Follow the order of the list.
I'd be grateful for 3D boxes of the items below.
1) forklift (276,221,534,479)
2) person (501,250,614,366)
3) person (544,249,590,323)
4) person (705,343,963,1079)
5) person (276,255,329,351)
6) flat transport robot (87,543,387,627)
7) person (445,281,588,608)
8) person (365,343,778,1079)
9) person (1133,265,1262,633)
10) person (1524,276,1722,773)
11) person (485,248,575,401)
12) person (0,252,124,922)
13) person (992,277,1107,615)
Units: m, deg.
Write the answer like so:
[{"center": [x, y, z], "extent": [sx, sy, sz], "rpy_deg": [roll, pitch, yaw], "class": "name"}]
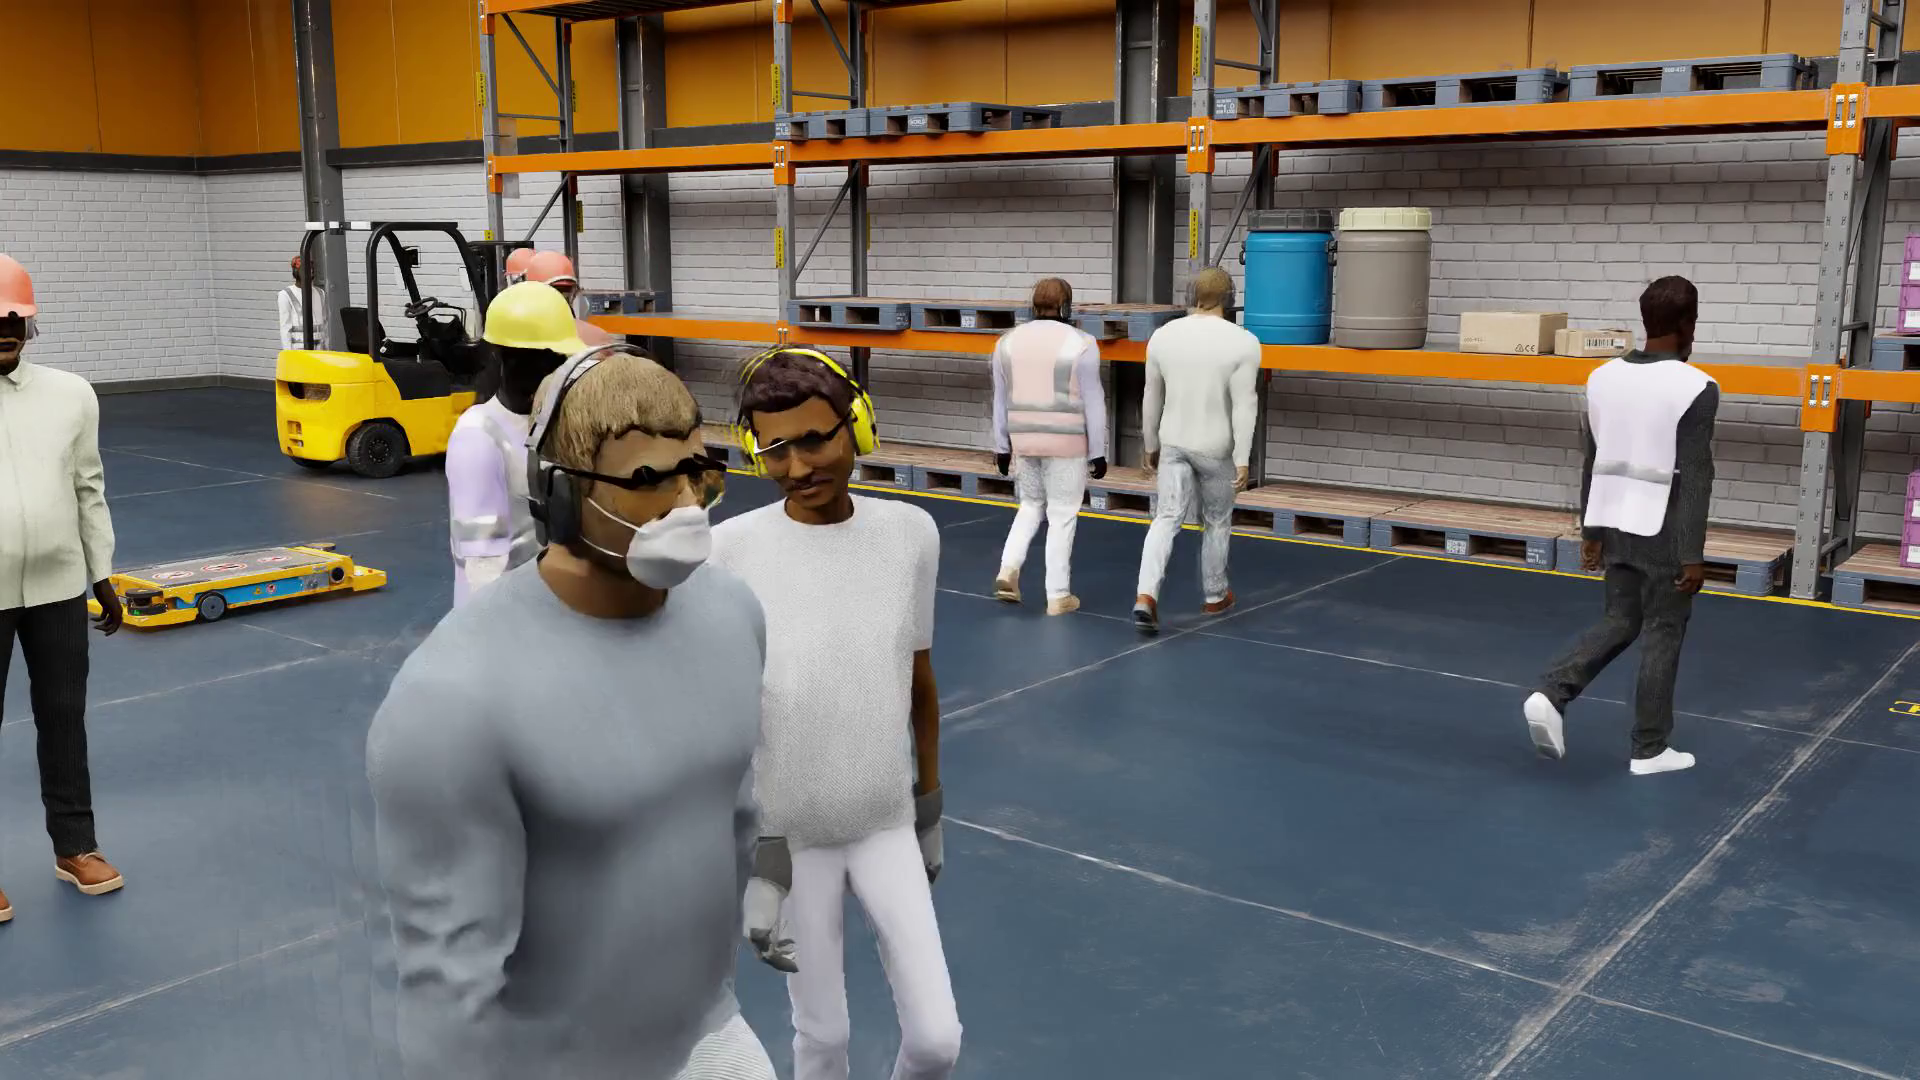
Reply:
[{"center": [-4.922, -1.741, 14.854], "extent": [1.214, 2.155, 2.313], "rpy_deg": [8, 13, 38], "class": "forklift"}, {"center": [-2.047, -0.445, 8.298], "extent": [0.659, 1.960, 0.910], "rpy_deg": [-8, 13, -37], "class": "person"}, {"center": [-3.210, -1.332, 13.268], "extent": [0.400, 1.949, 0.605], "rpy_deg": [8, 13, 39], "class": "person"}, {"center": [-0.225, 0.557, 3.089], "extent": [0.524, 1.839, 0.421], "rpy_deg": [-4, 11, -22], "class": "person"}, {"center": [-6.403, -1.837, 16.283], "extent": [0.352, 1.879, 0.568], "rpy_deg": [4, 11, 21], "class": "person"}, {"center": [-4.015, 0.231, 9.258], "extent": [0.652, 0.197, 1.431], "rpy_deg": [8, 13, 38], "class": "flat transport robot"}, {"center": [-1.167, 0.235, 4.682], "extent": [0.590, 1.903, 0.632], "rpy_deg": [2, 10, 12], "class": "person"}, {"center": [-0.376, 0.712, 2.086], "extent": [0.990, 1.888, 0.653], "rpy_deg": [7, 12, 33], "class": "person"}, {"center": [1.212, -0.465, 8.637], "extent": [0.676, 1.904, 0.987], "rpy_deg": [6, 12, 29], "class": "person"}, {"center": [2.513, -0.030, 6.211], "extent": [0.637, 1.900, 0.589], "rpy_deg": [-4, 11, -22], "class": "person"}, {"center": [-2.955, -0.996, 11.358], "extent": [0.958, 1.954, 0.639], "rpy_deg": [10, 14, 44], "class": "person"}, {"center": [-2.833, 0.141, 4.985], "extent": [0.401, 1.989, 0.623], "rpy_deg": [9, 13, 39], "class": "person"}, {"center": [0.481, -0.493, 8.955], "extent": [0.639, 1.831, 0.461], "rpy_deg": [7, 12, 34], "class": "person"}]
